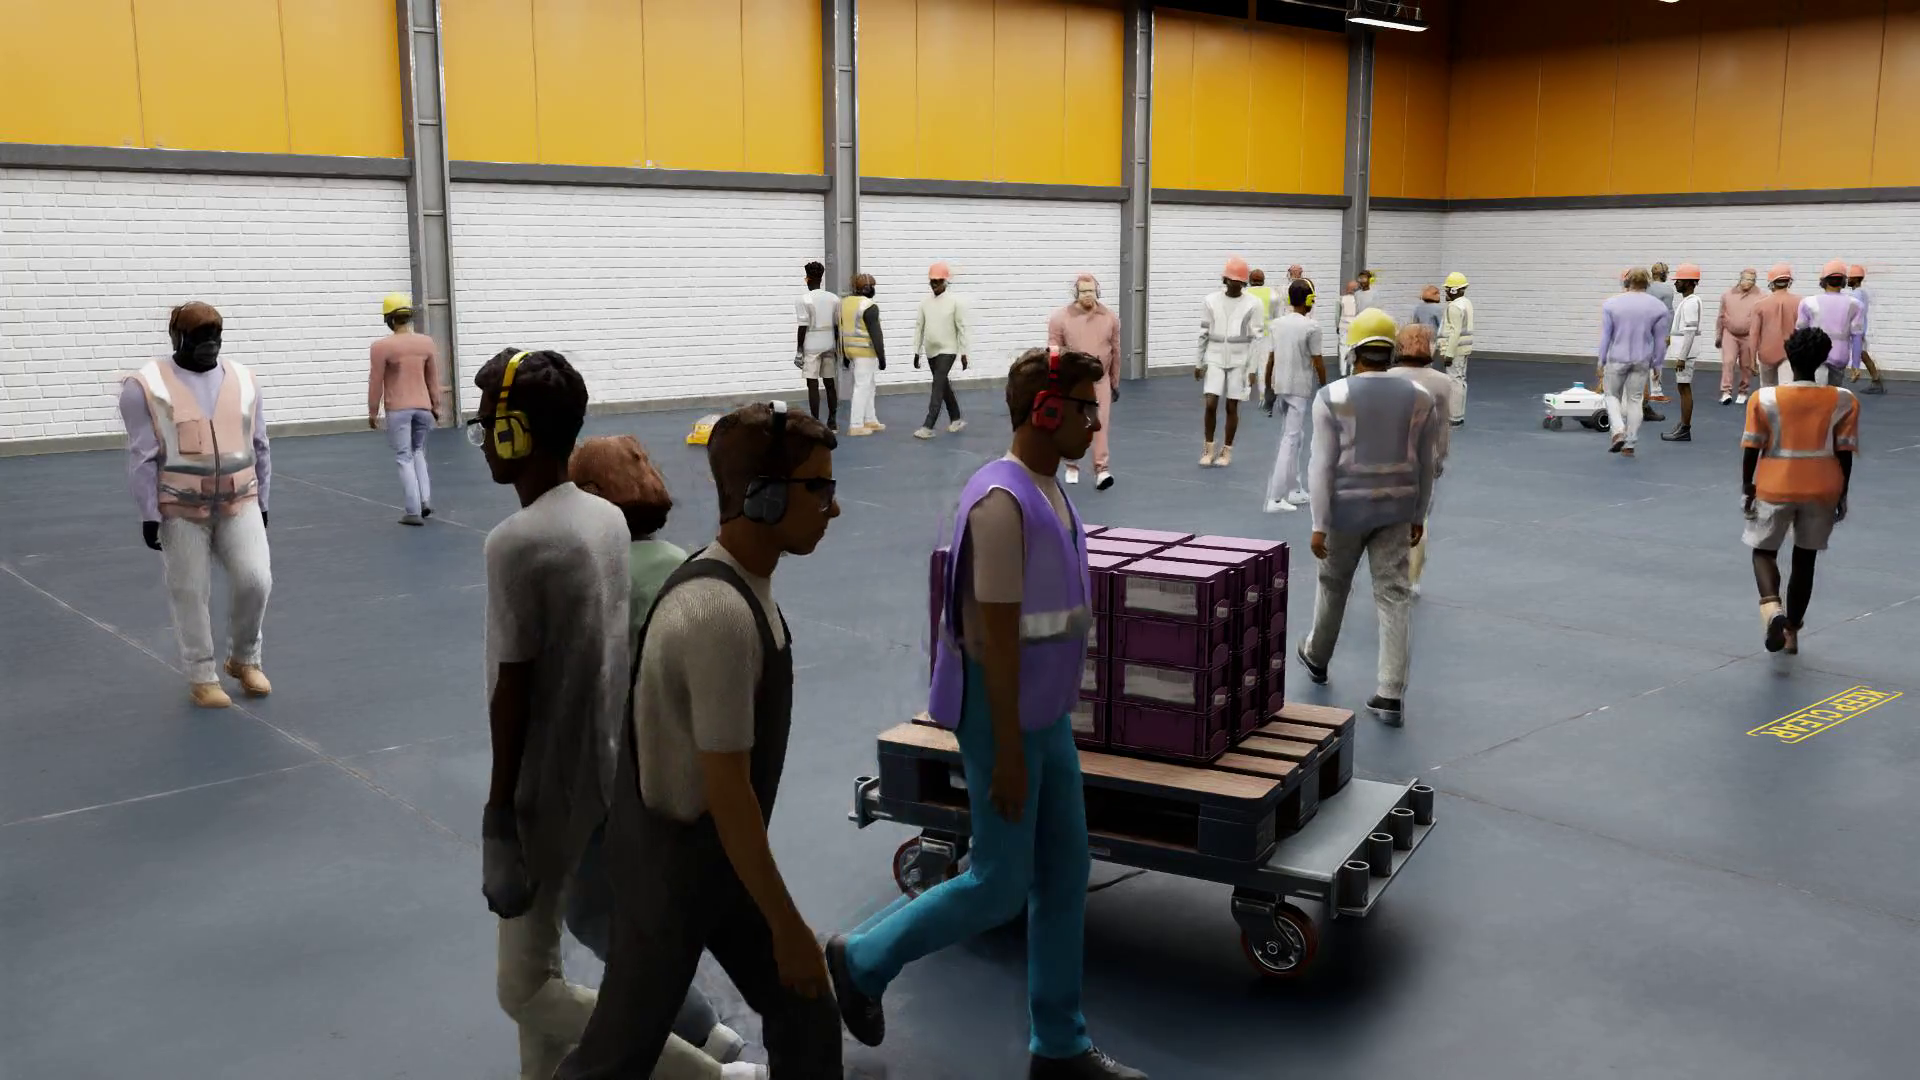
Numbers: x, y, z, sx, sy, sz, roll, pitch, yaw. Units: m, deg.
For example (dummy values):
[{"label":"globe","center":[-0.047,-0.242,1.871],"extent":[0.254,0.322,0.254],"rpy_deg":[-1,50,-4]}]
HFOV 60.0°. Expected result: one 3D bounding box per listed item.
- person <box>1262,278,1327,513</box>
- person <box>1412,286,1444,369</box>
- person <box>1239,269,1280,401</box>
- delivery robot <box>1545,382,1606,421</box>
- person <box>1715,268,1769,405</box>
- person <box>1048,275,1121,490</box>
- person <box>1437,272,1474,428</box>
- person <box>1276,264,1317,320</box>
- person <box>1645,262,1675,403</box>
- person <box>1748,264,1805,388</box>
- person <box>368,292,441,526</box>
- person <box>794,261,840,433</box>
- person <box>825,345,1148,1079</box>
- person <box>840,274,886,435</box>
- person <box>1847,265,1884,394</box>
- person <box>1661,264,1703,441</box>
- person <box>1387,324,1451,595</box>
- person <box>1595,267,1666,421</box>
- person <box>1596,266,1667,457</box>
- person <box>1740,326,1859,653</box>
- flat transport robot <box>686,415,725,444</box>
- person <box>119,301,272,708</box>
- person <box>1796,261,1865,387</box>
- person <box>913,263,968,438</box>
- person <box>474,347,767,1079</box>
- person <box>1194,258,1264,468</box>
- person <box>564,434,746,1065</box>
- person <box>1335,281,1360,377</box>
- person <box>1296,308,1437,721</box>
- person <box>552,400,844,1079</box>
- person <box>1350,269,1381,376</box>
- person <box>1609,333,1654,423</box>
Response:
[{"label":"person","center":[2.720,-1.147,13.238],"extent":[0.819,1.838,0.493],"rpy_deg":[-7,12,-34]},{"label":"person","center":[6.670,-2.776,23.476],"extent":[0.816,1.597,0.500],"rpy_deg":[-5,11,-28]},{"label":"person","center":[4.118,-2.845,23.204],"extent":[0.667,1.836,0.429],"rpy_deg":[-2,10,-9]},{"label":"delivery robot","center":[7.176,-1.588,19.305],"extent":[0.707,0.478,0.477],"rpy_deg":[0,10,2]},{"label":"person","center":[10.610,-2.752,22.610],"extent":[0.671,1.855,0.997],"rpy_deg":[5,11,29]},{"label":"person","center":[1.091,-1.370,14.497],"extent":[0.685,1.851,0.978],"rpy_deg":[-1,10,-5]},{"label":"person","center":[5.820,-2.227,19.586],"extent":[0.404,1.833,0.591],"rpy_deg":[6,11,29]},{"label":"person","center":[4.865,-3.068,24.292],"extent":[0.642,1.909,0.399],"rpy_deg":[-3,10,-16]},{"label":"person","center":[9.614,-2.866,23.018],"extent":[0.371,1.940,0.630],"rpy_deg":[-4,11,-23]},{"label":"person","center":[8.822,-1.993,17.915],"extent":[0.620,1.947,1.038],"rpy_deg":[4,11,24]},{"label":"person","center":[-4.208,-0.981,12.552],"extent":[0.525,1.749,0.538],"rpy_deg":[8,13,39]},{"label":"person","center":[-1.621,-2.169,18.852],"extent":[0.608,1.966,0.370],"rpy_deg":[-9,13,-42]},{"label":"person","center":[0.073,0.440,4.020],"extent":[0.736,1.816,0.601],"rpy_deg":[3,10,18]},{"label":"person","center":[-1.004,-2.099,18.882],"extent":[0.724,1.817,0.646],"rpy_deg":[-6,12,-33]},{"label":"person","center":[13.175,-3.097,24.526],"extent":[1.018,1.887,0.561],"rpy_deg":[8,12,38]},{"label":"person","center":[7.928,-2.050,18.239],"extent":[0.359,1.939,0.543],"rpy_deg":[4,11,23]},{"label":"person","center":[2.676,-0.477,9.961],"extent":[0.522,1.619,0.377],"rpy_deg":[-1,10,-5]},{"label":"person","center":[8.179,-2.405,20.442],"extent":[0.964,1.900,0.549],"rpy_deg":[0,10,3]},{"label":"person","center":[6.751,-1.791,16.762],"extent":[0.657,1.922,0.439],"rpy_deg":[2,10,10]},{"label":"person","center":[4.187,-0.225,8.317],"extent":[0.540,1.681,0.583],"rpy_deg":[3,10,17]},{"label":"flat transport robot","center":[-2.543,-1.223,18.272],"extent":[0.652,0.197,1.431],"rpy_deg":[0,10,2]},{"label":"person","center":[-3.376,-0.146,7.445],"extent":[0.628,1.830,0.450],"rpy_deg":[-8,13,-40]},{"label":"person","center":[8.842,-1.837,16.925],"extent":[0.597,1.984,1.132],"rpy_deg":[2,10,12]},{"label":"person","center":[-0.216,-2.143,18.782],"extent":[0.622,1.945,1.052],"rpy_deg":[7,12,35]},{"label":"person","center":[-0.781,0.527,3.424],"extent":[0.708,1.838,0.544],"rpy_deg":[2,10,11]},{"label":"person","center":[2.517,-1.656,15.763],"extent":[0.678,2.000,0.659],"rpy_deg":[4,10,20]},{"label":"person","center":[-0.720,0.563,3.915],"extent":[0.544,1.603,0.547],"rpy_deg":[5,11,27]},{"label":"person","center":[6.603,-3.565,28.117],"extent":[0.520,1.595,0.865],"rpy_deg":[3,10,20]},{"label":"person","center":[1.819,-0.137,7.477],"extent":[0.612,1.781,0.960],"rpy_deg":[-1,10,-6]},{"label":"person","center":[-0.490,0.632,3.088],"extent":[0.881,1.777,0.534],"rpy_deg":[1,10,4]},{"label":"person","center":[6.387,-3.308,25.950],"extent":[0.943,1.831,0.530],"rpy_deg":[-8,13,-40]},{"label":"person","center":[8.217,-2.238,20.304],"extent":[0.812,1.603,0.526],"rpy_deg":[-6,11,-30]}]
